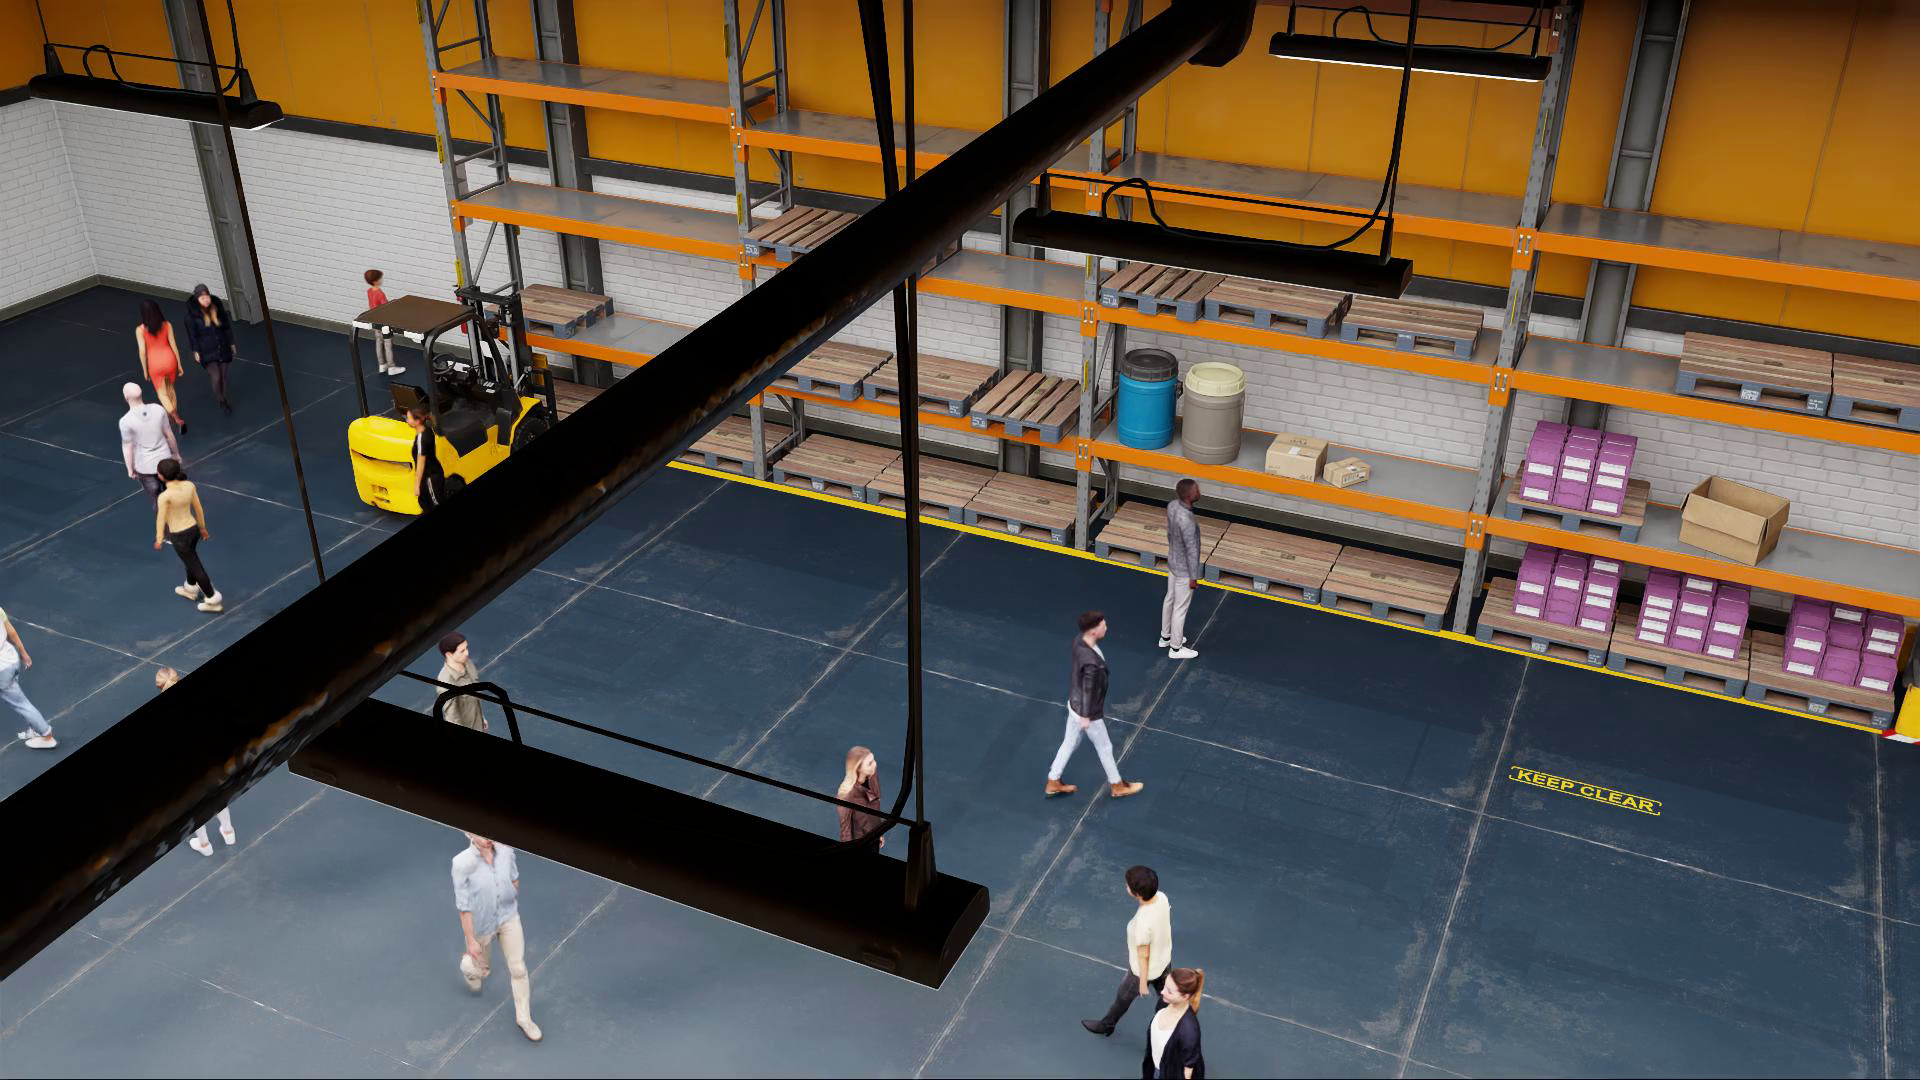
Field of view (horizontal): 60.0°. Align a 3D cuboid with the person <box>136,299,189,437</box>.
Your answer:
[{"bbox_3d":[-9.596,-2.061,20.065,0.860,1.695,1.126,-24,37,-36],"label":"person"}]

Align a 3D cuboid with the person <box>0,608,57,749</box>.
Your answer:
[{"bbox_3d":[-8.136,1.117,14.250,0.756,1.684,0.752,9,30,16],"label":"person"}]

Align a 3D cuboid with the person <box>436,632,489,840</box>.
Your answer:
[{"bbox_3d":[-3.959,1.545,13.271,0.734,1.869,0.779,2,29,3],"label":"person"}]

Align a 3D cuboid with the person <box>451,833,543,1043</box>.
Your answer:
[{"bbox_3d":[-3.262,2.576,11.429,0.929,1.823,1.184,-23,36,-36],"label":"person"}]

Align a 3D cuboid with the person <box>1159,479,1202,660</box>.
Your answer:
[{"bbox_3d":[2.081,0.247,15.683,0.785,1.838,0.755,-7,29,-13],"label":"person"}]

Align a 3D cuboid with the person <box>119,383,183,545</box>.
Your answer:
[{"bbox_3d":[-8.483,-0.788,17.598,0.729,1.822,0.762,22,35,34],"label":"person"}]

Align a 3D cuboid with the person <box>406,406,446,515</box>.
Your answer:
[{"bbox_3d":[-5.500,-0.658,17.534,0.845,1.655,0.772,-5,29,-8],"label":"person"}]

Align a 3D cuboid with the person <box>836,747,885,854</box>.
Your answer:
[{"bbox_3d":[-0.732,2.220,12.207,0.538,1.703,0.630,17,33,28],"label":"person"}]

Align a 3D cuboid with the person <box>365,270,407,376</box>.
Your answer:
[{"bbox_3d":[-7.596,-2.867,21.831,0.471,1.418,0.615,21,35,33],"label":"person"}]

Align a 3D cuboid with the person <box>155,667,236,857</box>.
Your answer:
[{"bbox_3d":[-6.067,1.729,13.107,0.629,1.703,0.634,-25,37,-37],"label":"person"}]

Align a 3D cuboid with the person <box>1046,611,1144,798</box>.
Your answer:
[{"bbox_3d":[0.955,1.386,13.637,1.163,1.799,1.045,-6,29,-10],"label":"person"}]

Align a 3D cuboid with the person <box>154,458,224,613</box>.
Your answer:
[{"bbox_3d":[-7.562,-0.025,16.393,0.928,1.637,0.660,8,30,15],"label":"person"}]

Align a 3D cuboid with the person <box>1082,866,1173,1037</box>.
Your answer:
[{"bbox_3d":[1.332,2.881,11.159,0.979,1.547,0.689,17,33,28],"label":"person"}]

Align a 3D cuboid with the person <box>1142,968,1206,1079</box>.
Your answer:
[{"bbox_3d":[1.336,3.289,10.268,0.767,1.683,0.719,-8,30,-15],"label":"person"}]

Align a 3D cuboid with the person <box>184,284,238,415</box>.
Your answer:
[{"bbox_3d":[-9.343,-2.405,20.725,0.789,1.665,0.765,23,36,36],"label":"person"}]
